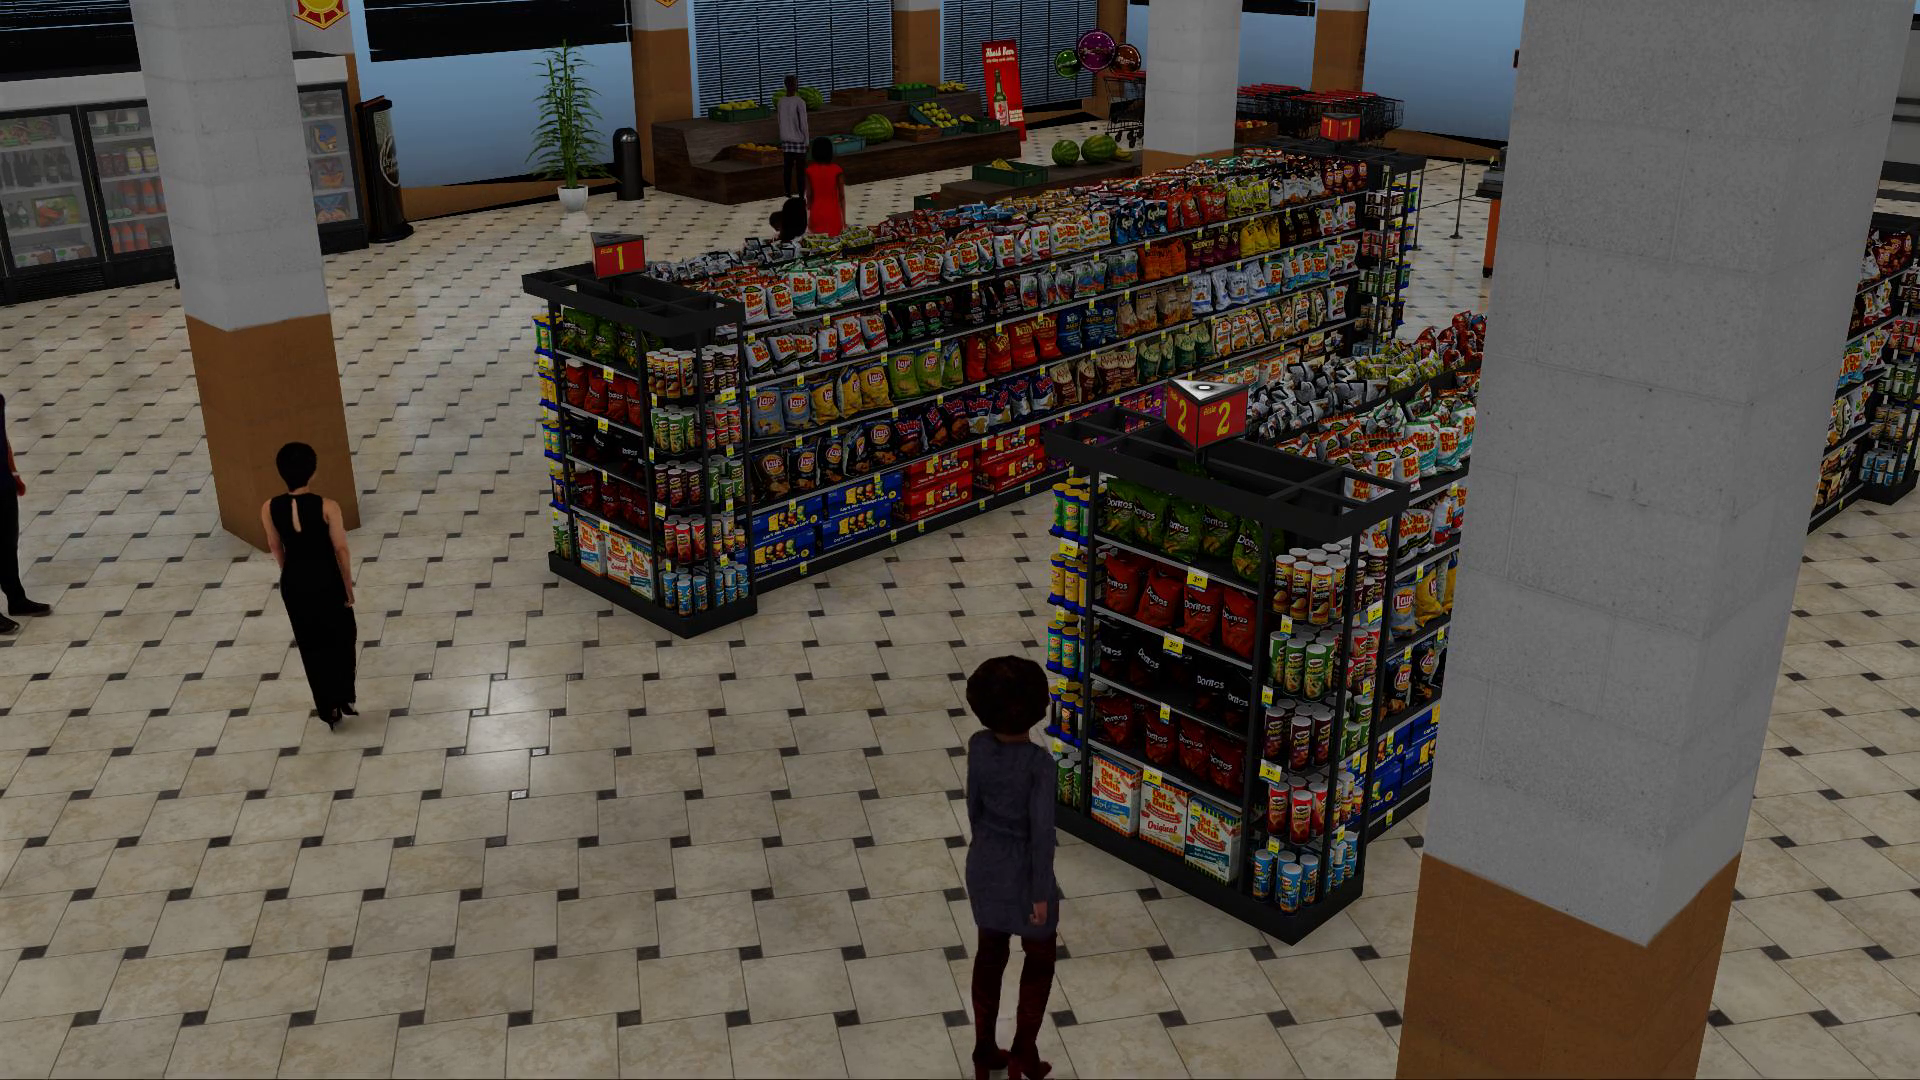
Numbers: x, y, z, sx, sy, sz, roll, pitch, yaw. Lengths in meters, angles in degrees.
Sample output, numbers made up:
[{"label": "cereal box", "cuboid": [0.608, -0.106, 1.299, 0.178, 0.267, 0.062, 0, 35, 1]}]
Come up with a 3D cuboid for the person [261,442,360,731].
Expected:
[{"label": "person", "cuboid": [-3.418, 0.295, 8.733, 0.684, 1.591, 0.755, -2, 22, -5]}]

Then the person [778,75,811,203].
[{"label": "person", "cuboid": [-2.296, -5.502, 22.918, 0.673, 1.772, 0.639, 11, 24, 26]}]

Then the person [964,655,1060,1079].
[{"label": "person", "cuboid": [0.167, 1.280, 6.150, 0.700, 1.689, 0.660, -18, 28, -38]}]

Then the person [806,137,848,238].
[{"label": "person", "cuboid": [-1.429, -3.387, 17.703, 0.737, 1.735, 0.795, 1, 22, 3]}]

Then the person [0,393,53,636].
[{"label": "person", "cuboid": [-5.874, -0.330, 10.021, 0.774, 1.790, 0.657, 5, 22, 12]}]

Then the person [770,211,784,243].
[{"label": "person", "cuboid": [-1.779, -2.552, 16.211, 0.764, 1.298, 0.586, -14, 26, -31]}]

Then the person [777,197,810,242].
[{"label": "person", "cuboid": [-1.405, -2.028, 14.284, 0.612, 1.762, 0.908, 18, 28, 37]}]
